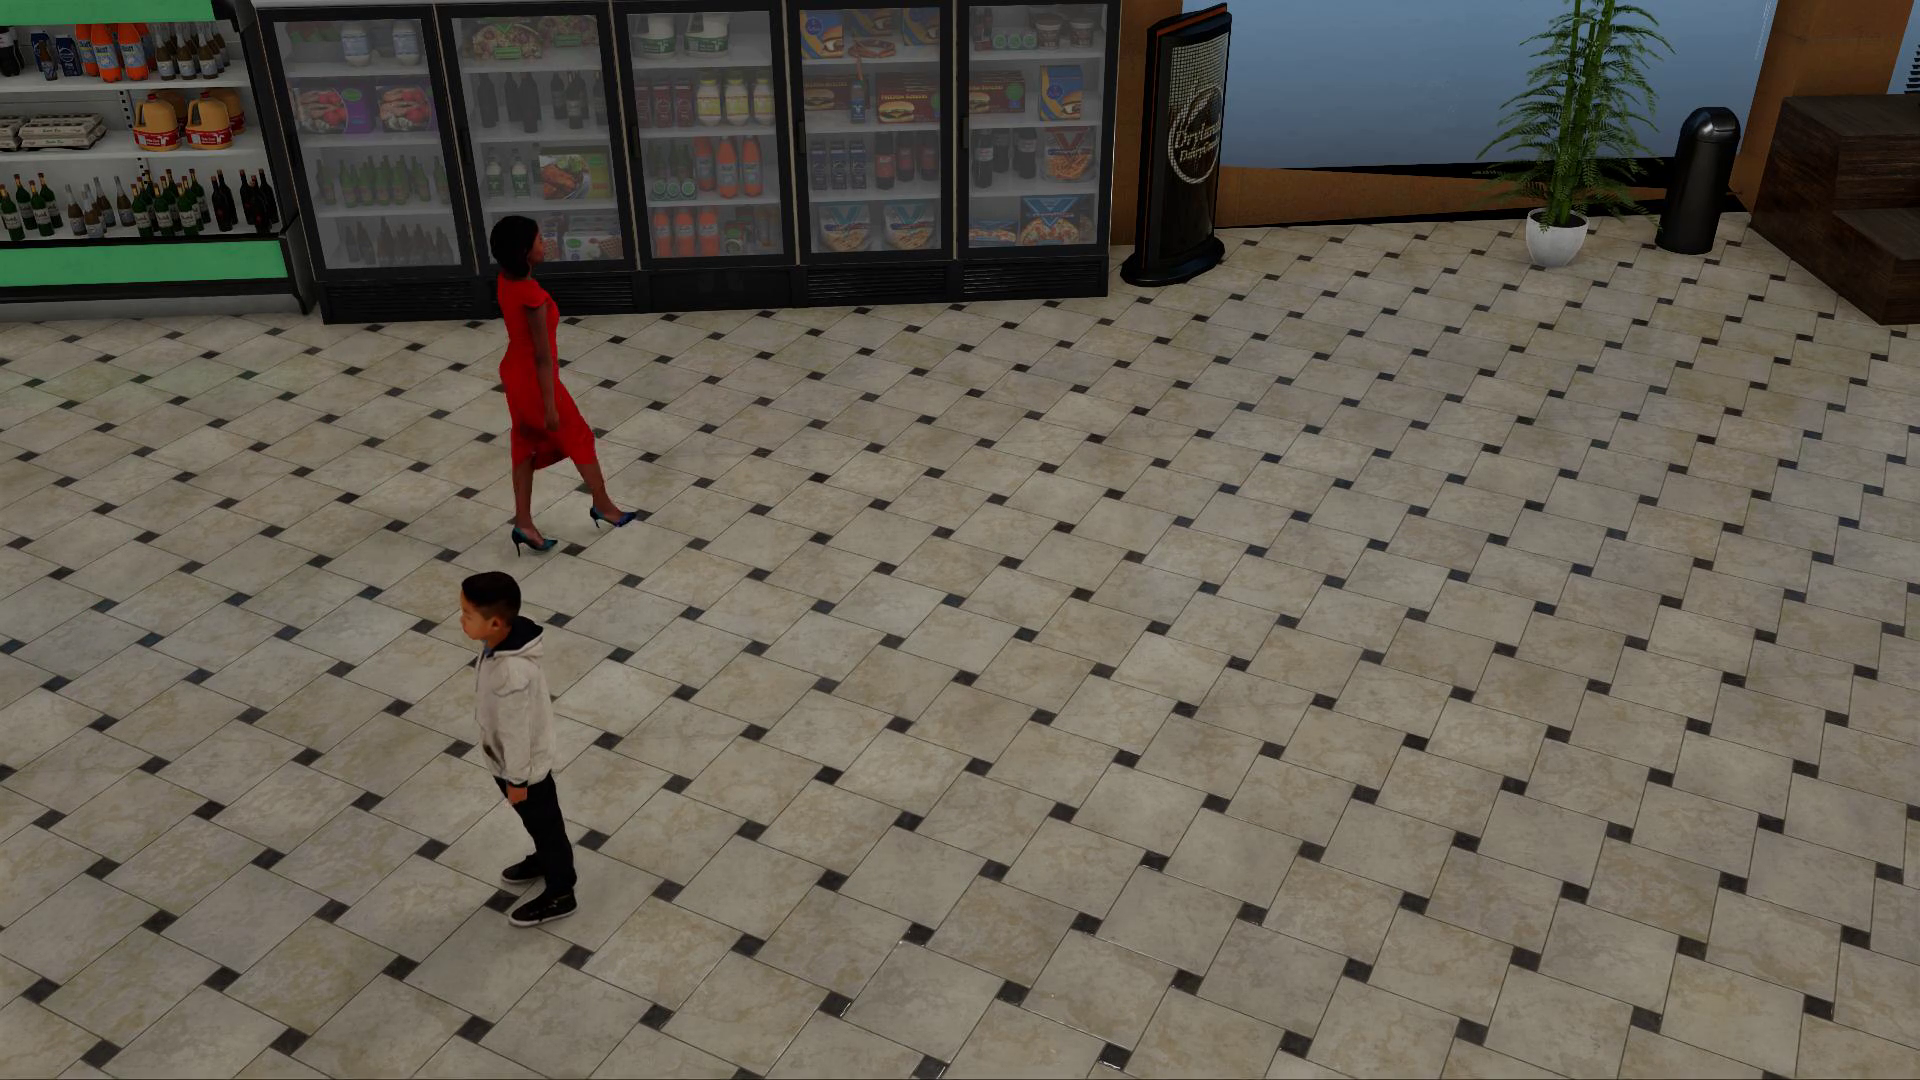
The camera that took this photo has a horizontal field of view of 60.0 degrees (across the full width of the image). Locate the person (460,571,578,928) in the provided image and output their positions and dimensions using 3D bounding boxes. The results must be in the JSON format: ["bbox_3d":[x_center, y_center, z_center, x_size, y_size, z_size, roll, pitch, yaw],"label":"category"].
[{"bbox_3d":[-1.551,0.728,5.938,0.603,1.451,0.647,-11,34,-18],"label":"person"}]

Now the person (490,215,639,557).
[{"bbox_3d":[-2.106,-0.682,7.950,0.993,1.720,0.871,-22,38,-31],"label":"person"}]
